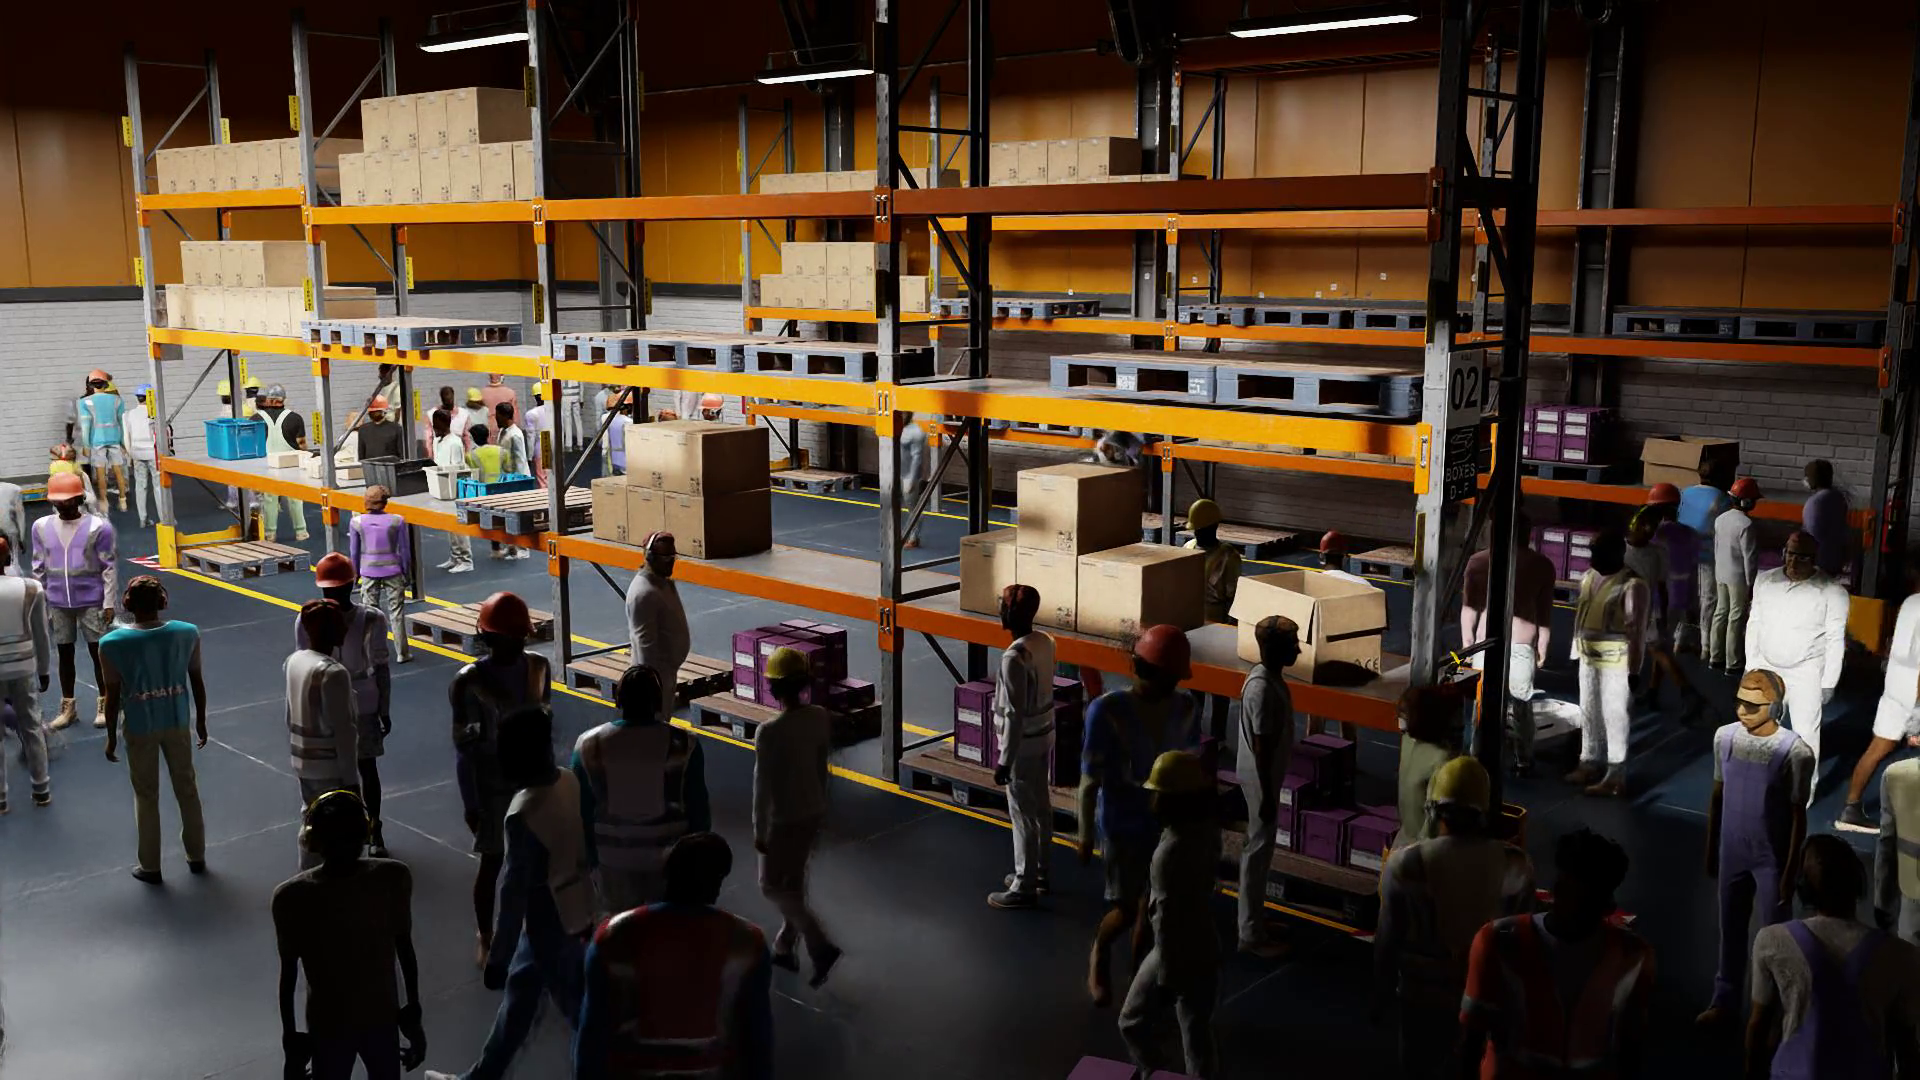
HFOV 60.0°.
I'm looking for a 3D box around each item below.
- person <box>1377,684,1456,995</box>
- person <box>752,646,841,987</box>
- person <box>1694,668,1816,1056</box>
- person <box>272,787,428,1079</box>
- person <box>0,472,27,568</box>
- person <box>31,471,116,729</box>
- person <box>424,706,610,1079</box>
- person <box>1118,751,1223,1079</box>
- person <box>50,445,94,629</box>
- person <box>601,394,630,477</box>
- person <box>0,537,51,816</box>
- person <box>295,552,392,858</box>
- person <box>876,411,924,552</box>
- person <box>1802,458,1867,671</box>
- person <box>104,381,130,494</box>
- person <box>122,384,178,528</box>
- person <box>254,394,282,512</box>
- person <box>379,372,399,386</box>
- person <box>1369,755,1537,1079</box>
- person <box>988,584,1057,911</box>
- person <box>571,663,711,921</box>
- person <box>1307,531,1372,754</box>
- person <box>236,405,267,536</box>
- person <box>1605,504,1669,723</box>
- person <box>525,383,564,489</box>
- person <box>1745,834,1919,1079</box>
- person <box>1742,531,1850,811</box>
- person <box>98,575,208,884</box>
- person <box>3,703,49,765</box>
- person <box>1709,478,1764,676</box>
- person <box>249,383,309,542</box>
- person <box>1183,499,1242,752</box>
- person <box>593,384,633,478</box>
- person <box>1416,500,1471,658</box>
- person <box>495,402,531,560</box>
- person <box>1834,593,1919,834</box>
[{"bbox_3d":[2.291,1.513,8.344,0.363,1.615,0.495,-3,10,-16],"label":"person"},{"bbox_3d":[-0.829,1.413,8.531,0.605,1.750,0.537,8,13,38],"label":"person"},{"bbox_3d":[3.744,1.494,7.850,0.365,1.836,0.504,-6,12,-31],"label":"person"},{"bbox_3d":[-2.215,1.792,6.083,0.500,1.861,0.324,-6,12,-30],"label":"person"},{"bbox_3d":[-9.575,0.001,16.505,0.337,1.746,0.573,9,13,41],"label":"person"},{"bbox_3d":[-6.926,0.471,13.023,0.608,2.044,0.372,-2,10,-9],"label":"person"},{"bbox_3d":[-1.827,1.615,7.016,1.001,1.867,0.605,0,10,0],"label":"person"},{"bbox_3d":[0.885,1.711,6.895,0.493,1.726,0.507,8,13,38],"label":"person"},{"bbox_3d":[-8.731,-0.036,16.488,0.382,1.836,0.570,-2,10,-10],"label":"person"},{"bbox_3d":[-5.028,-1.325,24.333,0.278,1.631,0.507,9,13,41],"label":"person"},{"bbox_3d":[-6.388,0.893,11.119,0.582,1.877,0.356,-10,14,-43],"label":"person"},{"bbox_3d":[-3.760,1.027,10.175,0.549,1.937,0.358,-3,10,-15],"label":"person"},{"bbox_3d":[-0.722,-0.770,20.461,0.660,1.890,0.860,8,13,37],"label":"person"},{"bbox_3d":[7.719,0.240,14.736,0.649,1.910,0.643,-9,13,-40],"label":"person"},{"bbox_3d":[-12.984,-1.579,25.491,0.487,1.736,0.325,8,13,39],"label":"person"},{"bbox_3d":[-10.887,-1.124,22.338,0.604,1.937,0.403,1,10,5],"label":"person"},{"bbox_3d":[-9.832,-1.219,23.583,0.365,1.688,0.536,10,14,44],"label":"person"},{"bbox_3d":[-10.014,-2.184,29.184,0.314,1.636,0.515,6,11,29],"label":"person"},{"bbox_3d":[1.916,1.736,6.480,0.598,1.835,0.404,0,10,2],"label":"person"},{"bbox_3d":[0.360,1.175,9.495,0.356,1.883,0.573,5,11,24],"label":"person"},{"bbox_3d":[-1.487,1.486,7.853,0.634,1.842,0.429,-1,10,-3],"label":"person"},{"bbox_3d":[2.669,0.800,11.987,0.572,1.747,0.344,-1,10,-3],"label":"person"},{"bbox_3d":[-9.216,-0.885,21.564,0.493,1.737,0.341,-8,13,-38],"label":"person"},{"bbox_3d":[5.083,0.639,12.673,0.556,1.835,0.535,2,10,12],"label":"person"},{"bbox_3d":[-5.691,-1.191,22.773,0.381,1.917,0.584,9,14,42],"label":"person"},{"bbox_3d":[2.972,1.883,5.685,0.543,1.811,0.780,5,11,27],"label":"person"},{"bbox_3d":[5.562,0.877,11.157,0.401,1.901,0.642,-7,12,-36],"label":"person"},{"bbox_3d":[-4.773,1.122,9.894,0.571,1.843,0.373,-9,13,-41],"label":"person"},{"bbox_3d":[-7.011,0.735,11.743,0.609,1.968,0.878,6,11,28],"label":"person"},{"bbox_3d":[6.870,0.321,14.684,0.324,1.752,0.560,-1,10,-6],"label":"person"},{"bbox_3d":[-8.715,-0.999,21.340,0.689,2.000,0.539,-3,10,-14],"label":"person"},{"bbox_3d":[1.828,0.638,12.425,0.374,1.920,0.585,-8,13,-37],"label":"person"},{"bbox_3d":[-5.175,-1.586,25.037,0.649,1.906,0.403,-8,13,-37],"label":"person"},{"bbox_3d":[4.246,0.271,14.778,0.616,1.816,0.583,-4,11,-24],"label":"person"},{"bbox_3d":[-5.408,-0.720,20.117,0.398,1.917,0.590,-6,12,-31],"label":"person"},{"bbox_3d":[6.151,0.973,10.568,1.004,1.906,0.621,1,10,6],"label":"person"}]
